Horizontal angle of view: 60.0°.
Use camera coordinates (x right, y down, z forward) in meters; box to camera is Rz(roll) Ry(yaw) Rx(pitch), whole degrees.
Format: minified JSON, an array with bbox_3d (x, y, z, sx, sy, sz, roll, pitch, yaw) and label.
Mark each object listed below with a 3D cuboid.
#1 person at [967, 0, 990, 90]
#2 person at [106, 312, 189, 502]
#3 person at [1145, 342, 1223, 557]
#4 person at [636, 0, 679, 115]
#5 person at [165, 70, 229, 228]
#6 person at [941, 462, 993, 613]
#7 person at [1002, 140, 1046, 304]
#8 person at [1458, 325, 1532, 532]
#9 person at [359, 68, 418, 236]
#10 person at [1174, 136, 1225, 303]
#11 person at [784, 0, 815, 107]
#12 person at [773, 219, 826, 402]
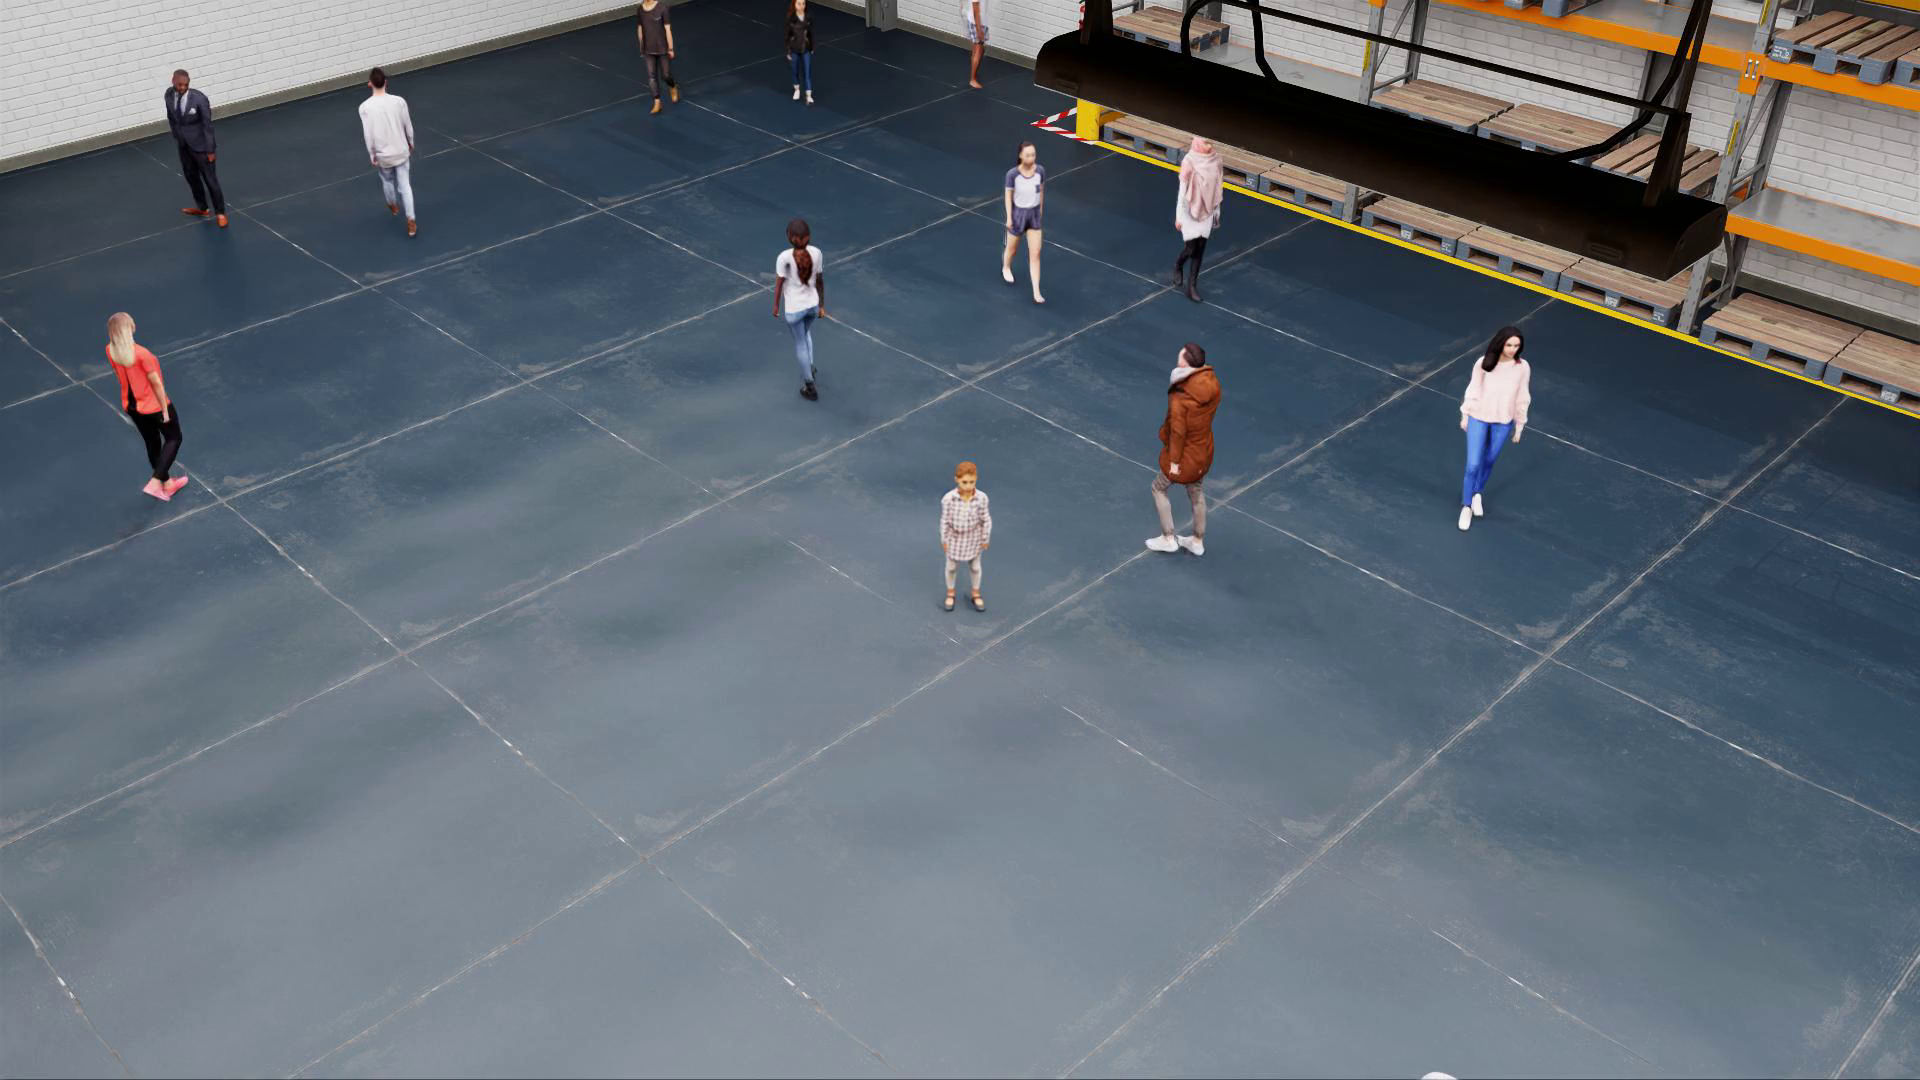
[{"bbox_3d":[0.233,-7.041,22.622,0.834,1.693,0.865,0,34,0],"label":"person"},{"bbox_3d":[-6.706,-1.041,13.601,0.860,1.686,0.864,9,35,13],"label":"person"},{"bbox_3d":[1.829,-0.645,12.882,0.709,1.822,0.663,-26,42,-34],"label":"person"},{"bbox_3d":[-3.950,-6.477,21.767,0.940,1.700,0.953,6,34,10],"label":"person"},{"bbox_3d":[-8.544,-4.394,18.552,0.801,1.789,1.031,16,37,23],"label":"person"},{"bbox_3d":[0.033,-0.037,12.435,0.594,1.305,0.654,0,34,0],"label":"person"},{"bbox_3d":[0.615,-3.306,17.085,0.930,1.602,1.166,-10,35,-15],"label":"person"},{"bbox_3d":[4.279,-0.982,13.455,0.861,1.750,0.906,4,34,7],"label":"person"},{"bbox_3d":[-6.230,-4.240,18.313,0.953,1.798,1.212,-14,36,-20],"label":"person"},{"bbox_3d":[2.376,-3.340,16.960,0.792,1.797,0.856,-13,36,-18],"label":"person"},{"bbox_3d":[-2.151,-6.525,22.076,0.878,1.438,1.026,-6,34,-9],"label":"person"},{"bbox_3d":[-1.394,-2.066,15.125,0.650,1.707,0.733,-23,40,-30],"label":"person"}]
